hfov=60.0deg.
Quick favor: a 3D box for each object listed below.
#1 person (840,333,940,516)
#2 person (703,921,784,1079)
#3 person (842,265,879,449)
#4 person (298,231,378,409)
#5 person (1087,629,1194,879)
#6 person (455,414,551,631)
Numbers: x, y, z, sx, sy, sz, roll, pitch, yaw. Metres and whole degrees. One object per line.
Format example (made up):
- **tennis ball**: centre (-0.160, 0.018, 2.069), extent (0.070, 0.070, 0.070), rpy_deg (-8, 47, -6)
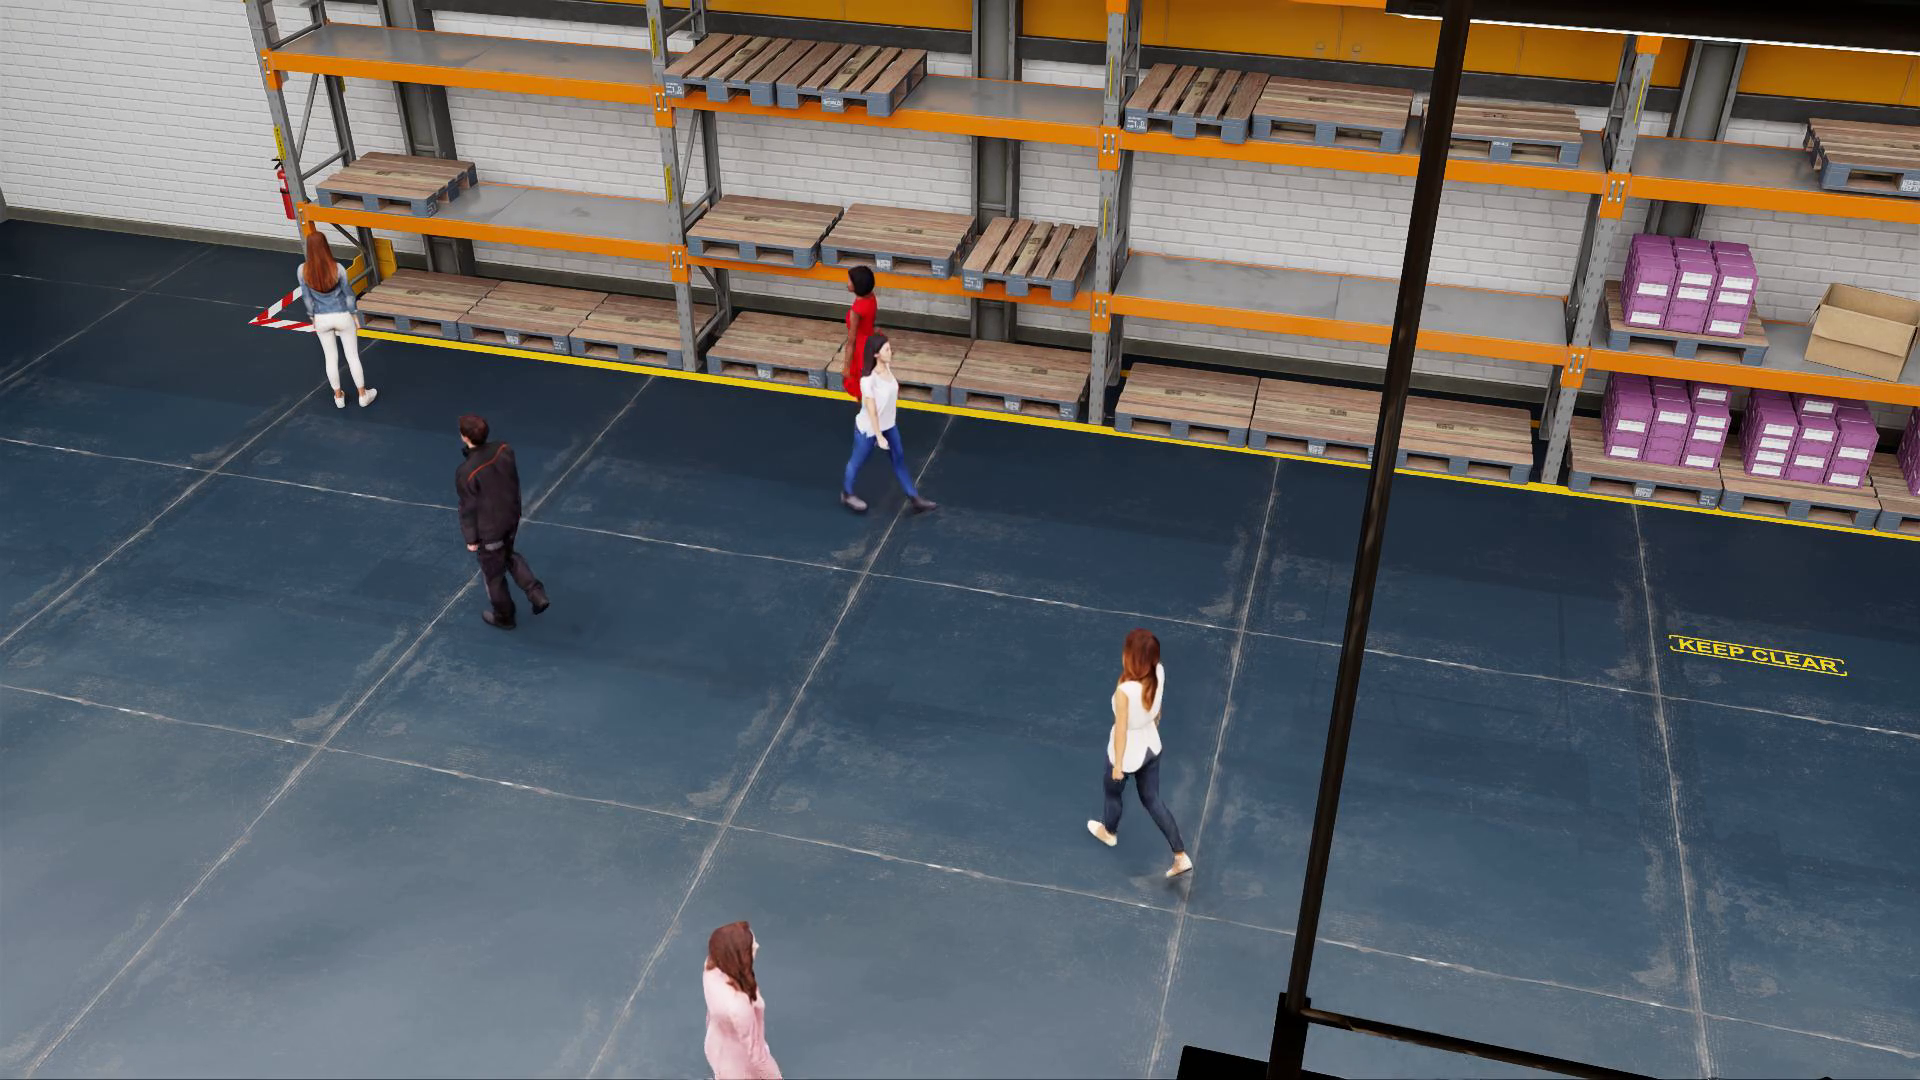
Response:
- **person**: centre (-0.774, -0.898, 13.542), extent (1.138, 1.640, 0.753), rpy_deg (15, 37, 22)
- **person**: centre (-1.183, 2.593, 8.179), extent (1.169, 1.763, 1.052), rpy_deg (-14, 36, -20)
- **person**: centre (-0.747, -1.555, 14.448), extent (0.644, 1.731, 0.601), rpy_deg (4, 34, 7)
- **person**: centre (-5.700, -1.997, 15.138), extent (0.584, 1.702, 0.740), rpy_deg (-3, 34, -5)
- **person**: centre (1.143, 1.325, 10.090), extent (0.969, 1.760, 1.143), rpy_deg (-26, 42, -34)
- **person**: centre (-3.341, -0.097, 12.166), extent (0.882, 1.829, 0.828), rpy_deg (17, 37, 24)
